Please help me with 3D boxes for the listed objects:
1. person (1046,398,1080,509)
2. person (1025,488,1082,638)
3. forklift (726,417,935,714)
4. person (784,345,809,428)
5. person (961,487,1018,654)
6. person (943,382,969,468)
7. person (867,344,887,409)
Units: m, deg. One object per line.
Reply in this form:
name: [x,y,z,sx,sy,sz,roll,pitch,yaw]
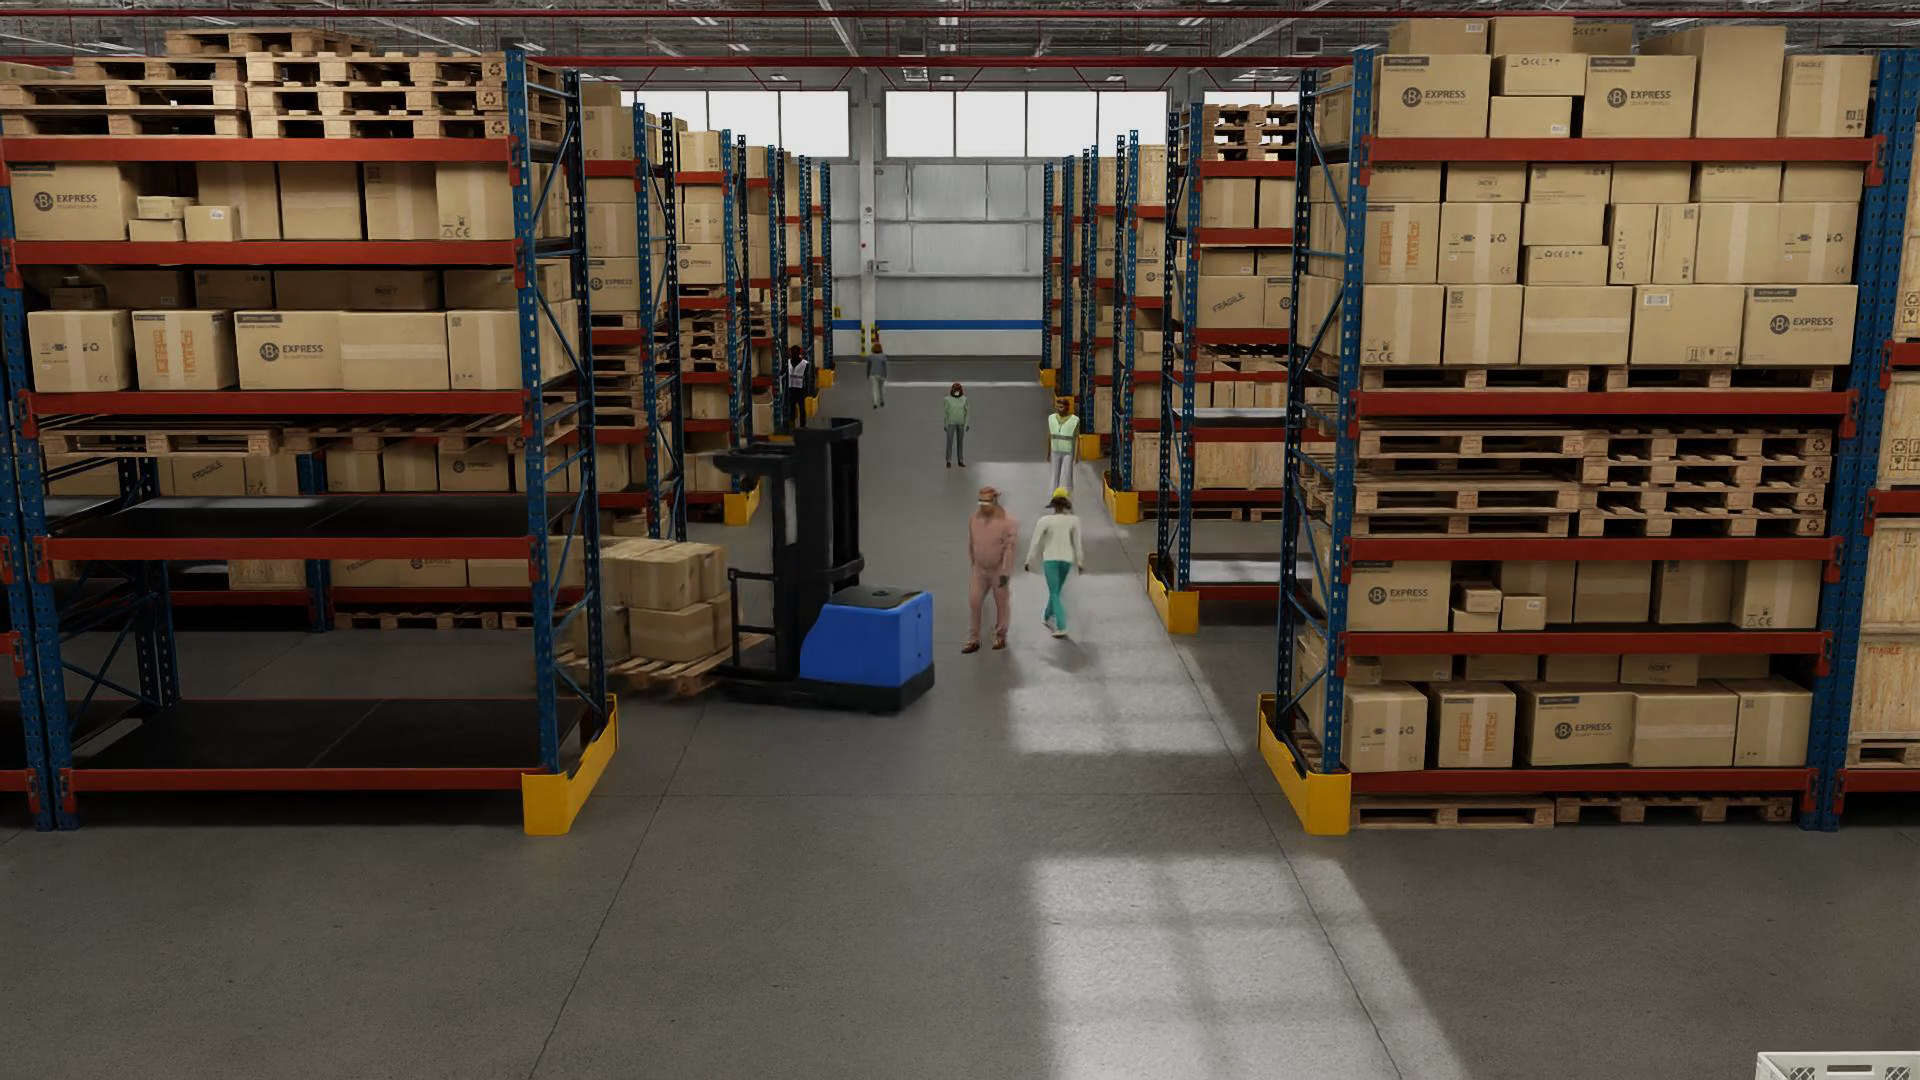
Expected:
person: [1.700,-1.433,27.398,0.563,1.837,0.388,5,12,23]
person: [1.102,0.251,19.371,0.625,1.699,0.926,-3,12,-16]
forklift: [-1.291,0.199,16.714,1.873,2.768,1.129,4,12,21]
person: [-3.592,-3.328,36.589,0.593,1.919,0.391,4,12,19]
person: [0.305,0.348,18.497,0.641,1.874,0.815,6,13,27]
person: [-0.073,-2.189,31.652,0.499,1.633,0.281,-3,12,-15]
person: [-2.037,-4.032,40.893,0.517,1.587,0.842,0,11,2]
